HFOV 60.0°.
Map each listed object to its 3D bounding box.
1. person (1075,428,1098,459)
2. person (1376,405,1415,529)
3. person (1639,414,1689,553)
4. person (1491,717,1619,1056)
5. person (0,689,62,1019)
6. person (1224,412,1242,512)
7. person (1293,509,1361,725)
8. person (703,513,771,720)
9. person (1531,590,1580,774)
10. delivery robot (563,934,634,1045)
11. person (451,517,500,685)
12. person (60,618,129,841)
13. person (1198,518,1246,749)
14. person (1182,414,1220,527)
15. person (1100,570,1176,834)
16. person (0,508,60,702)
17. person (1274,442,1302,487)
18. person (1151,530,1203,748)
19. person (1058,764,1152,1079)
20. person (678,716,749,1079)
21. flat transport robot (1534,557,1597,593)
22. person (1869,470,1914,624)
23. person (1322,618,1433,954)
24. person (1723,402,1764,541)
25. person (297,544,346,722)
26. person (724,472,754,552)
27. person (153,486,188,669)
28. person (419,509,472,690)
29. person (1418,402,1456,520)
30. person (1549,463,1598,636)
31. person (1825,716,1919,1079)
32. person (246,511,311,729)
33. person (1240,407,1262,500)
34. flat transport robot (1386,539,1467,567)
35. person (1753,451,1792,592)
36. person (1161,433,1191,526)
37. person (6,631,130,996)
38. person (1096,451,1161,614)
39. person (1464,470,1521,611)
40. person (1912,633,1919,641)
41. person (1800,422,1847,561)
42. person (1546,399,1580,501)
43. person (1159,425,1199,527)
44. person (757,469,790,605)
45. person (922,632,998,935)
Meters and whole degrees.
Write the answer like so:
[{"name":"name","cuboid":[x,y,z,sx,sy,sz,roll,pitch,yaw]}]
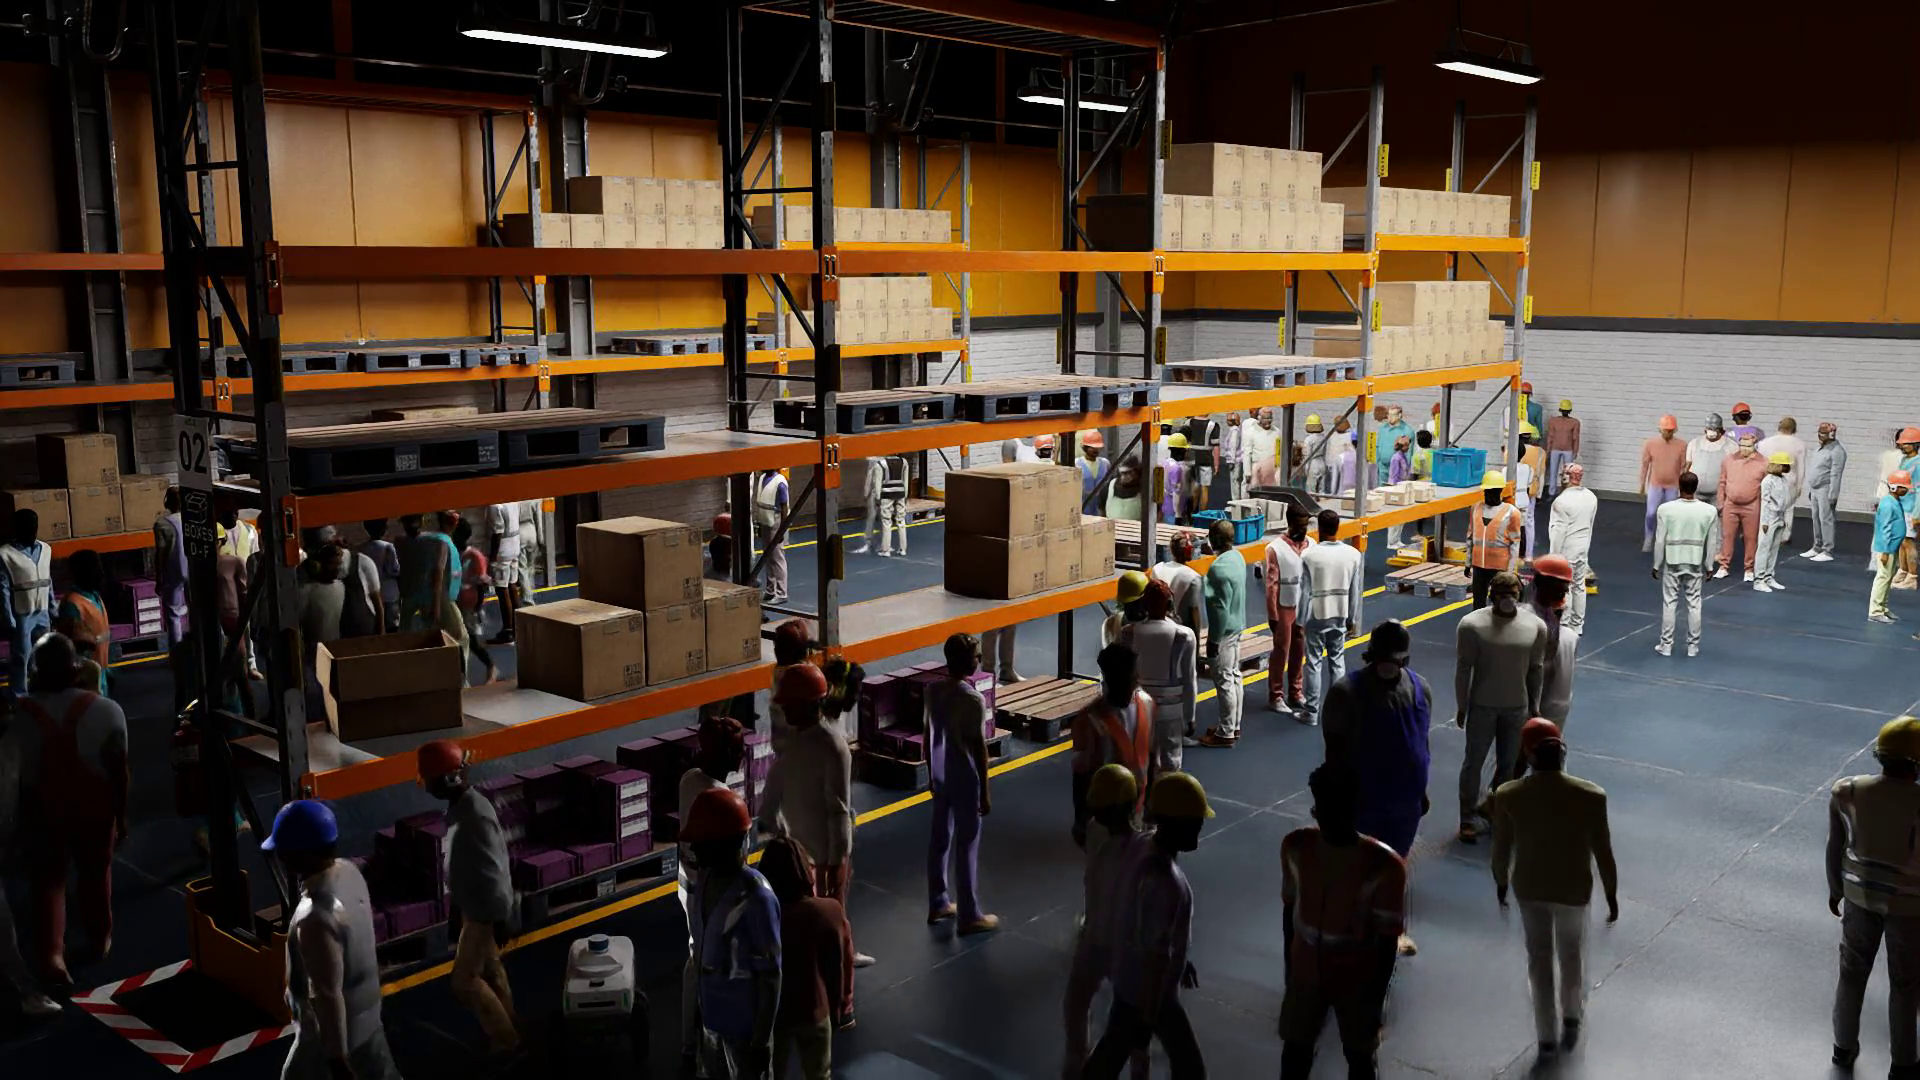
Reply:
[{"name":"person","cuboid":[1.971,-1.301,26.902,0.528,1.760,0.339,-1,10,-4]},{"name":"person","cuboid":[6.554,-1.101,25.252,0.411,1.911,0.643,-8,13,-41]},{"name":"person","cuboid":[9.769,-0.767,23.073,0.630,1.970,0.552,3,10,19]},{"name":"person","cuboid":[3.085,1.777,8.663,0.627,1.702,0.658,2,10,14]},{"name":"person","cuboid":[-5.272,1.663,9.068,1.003,1.815,0.514,5,11,29]},{"name":"person","cuboid":[4.454,-1.267,27.076,0.315,1.629,0.509,1,10,6]},{"name":"person","cuboid":[3.229,0.683,14.613,0.600,1.909,0.399,-3,10,-18]},{"name":"person","cuboid":[-1.981,0.687,14.591,0.433,1.916,0.726,8,12,40]},{"name":"person","cuboid":[4.223,1.191,12.035,0.570,1.747,0.343,-9,13,-42]},{"name":"delivery robot","cuboid":[-1.883,2.302,8.688,0.477,0.478,0.707,-2,10,-10]},{"name":"person","cuboid":[-4.661,0.616,15.649,0.575,1.694,0.443,6,11,34]},{"name":"person","cuboid":[-6.064,1.336,11.587,0.535,1.613,0.406,4,10,22]},{"name":"person","cuboid":[2.212,0.779,13.946,0.349,1.935,0.635,4,10,23]},{"name":"person","cuboid":[3.684,-1.189,25.424,0.613,2.033,0.411,5,11,29]},{"name":"person","cuboid":[1.257,1.151,11.808,0.590,1.911,0.398,5,11,29]},{"name":"person","cuboid":[-8.228,0.666,14.691,0.392,1.914,0.587,2,10,14]},{"name":"person","cuboid":[4.118,-0.325,20.873,0.582,1.830,0.638,-9,13,-43]},{"name":"person","cuboid":[1.794,0.834,13.910,0.382,1.841,0.565,-6,11,-33]},{"name":"person","cuboid":[0.639,1.905,7.774,0.669,1.745,0.540,-6,11,-33]},{"name":"person","cuboid":[-1.205,1.779,8.174,0.342,1.877,0.577,-5,11,-28]},{"name":"flat transport robot","cuboid":[7.601,0.434,20.969,0.652,0.197,1.431,2,10,14]},{"name":"person","cuboid":[10.508,0.072,18.764,0.352,1.738,0.573,7,12,37]},{"name":"person","cuboid":[2.470,1.442,9.678,0.684,2.000,0.535,-3,10,-16]},{"name":"person","cuboid":[11.372,-0.993,24.287,0.605,2.026,0.438,1,10,8]},{"name":"person","cuboid":[-5.067,0.929,13.448,0.964,1.813,0.540,7,12,34]},{"name":"person","cuboid":[-2.952,-0.579,22.207,0.344,1.882,0.584,4,10,24]},{"name":"person","cuboid":[-7.805,0.373,16.680,0.348,1.836,0.517,8,12,40]},{"name":"person","cuboid":[-4.745,0.593,15.478,0.663,1.791,0.661,-4,10,-23]},{"name":"person","cuboid":[7.476,-1.233,26.199,0.596,1.865,0.778,8,12,40]},{"name":"person","cuboid":[6.561,0.118,17.976,0.639,1.911,0.406,-7,12,-35]},{"name":"person","cuboid":[4.639,1.774,8.300,0.404,1.837,0.592,-9,13,-44]},{"name":"person","cuboid":[-5.967,0.681,14.555,0.387,1.930,0.544,9,13,41]},{"name":"person","cuboid":[4.633,-1.261,26.322,0.366,1.879,0.583,-3,10,-19]},{"name":"flat transport robot","cuboid":[6.398,0.182,22.470,0.652,0.197,1.431,8,13,41]},{"name":"person","cuboid":[10.078,-0.234,20.567,0.493,1.743,0.301,-7,12,-36]},{"name":"person","cuboid":[2.700,-0.389,20.946,0.371,1.925,0.595,-1,10,-7]},{"name":"person","cuboid":[-5.045,1.494,9.366,0.689,2.000,0.920,-5,11,-27]},{"name":"person","cuboid":[1.793,0.014,18.204,0.696,2.000,0.720,5,11,25]},{"name":"person","cuboid":[5.483,0.238,17.202,0.369,1.928,0.585,-9,13,-42]},{"name":"person","cuboid":[10.613,0.117,17.917,0.546,1.939,0.707,2,10,14]},{"name":"person","cuboid":[11.756,-0.658,22.654,0.400,1.900,0.648,1,10,5]},{"name":"person","cuboid":[10.204,-1.512,28.160,0.525,1.761,0.342,5,11,26]},{"name":"person","cuboid":[3.252,-0.878,24.676,0.841,1.666,0.532,-2,10,-13]},{"name":"person","cuboid":[-2.224,-0.154,19.782,0.376,1.844,0.573,-6,11,-33]},{"name":"person","cuboid":[-0.010,1.469,10.103,0.328,1.842,0.516,-9,13,-43]}]
